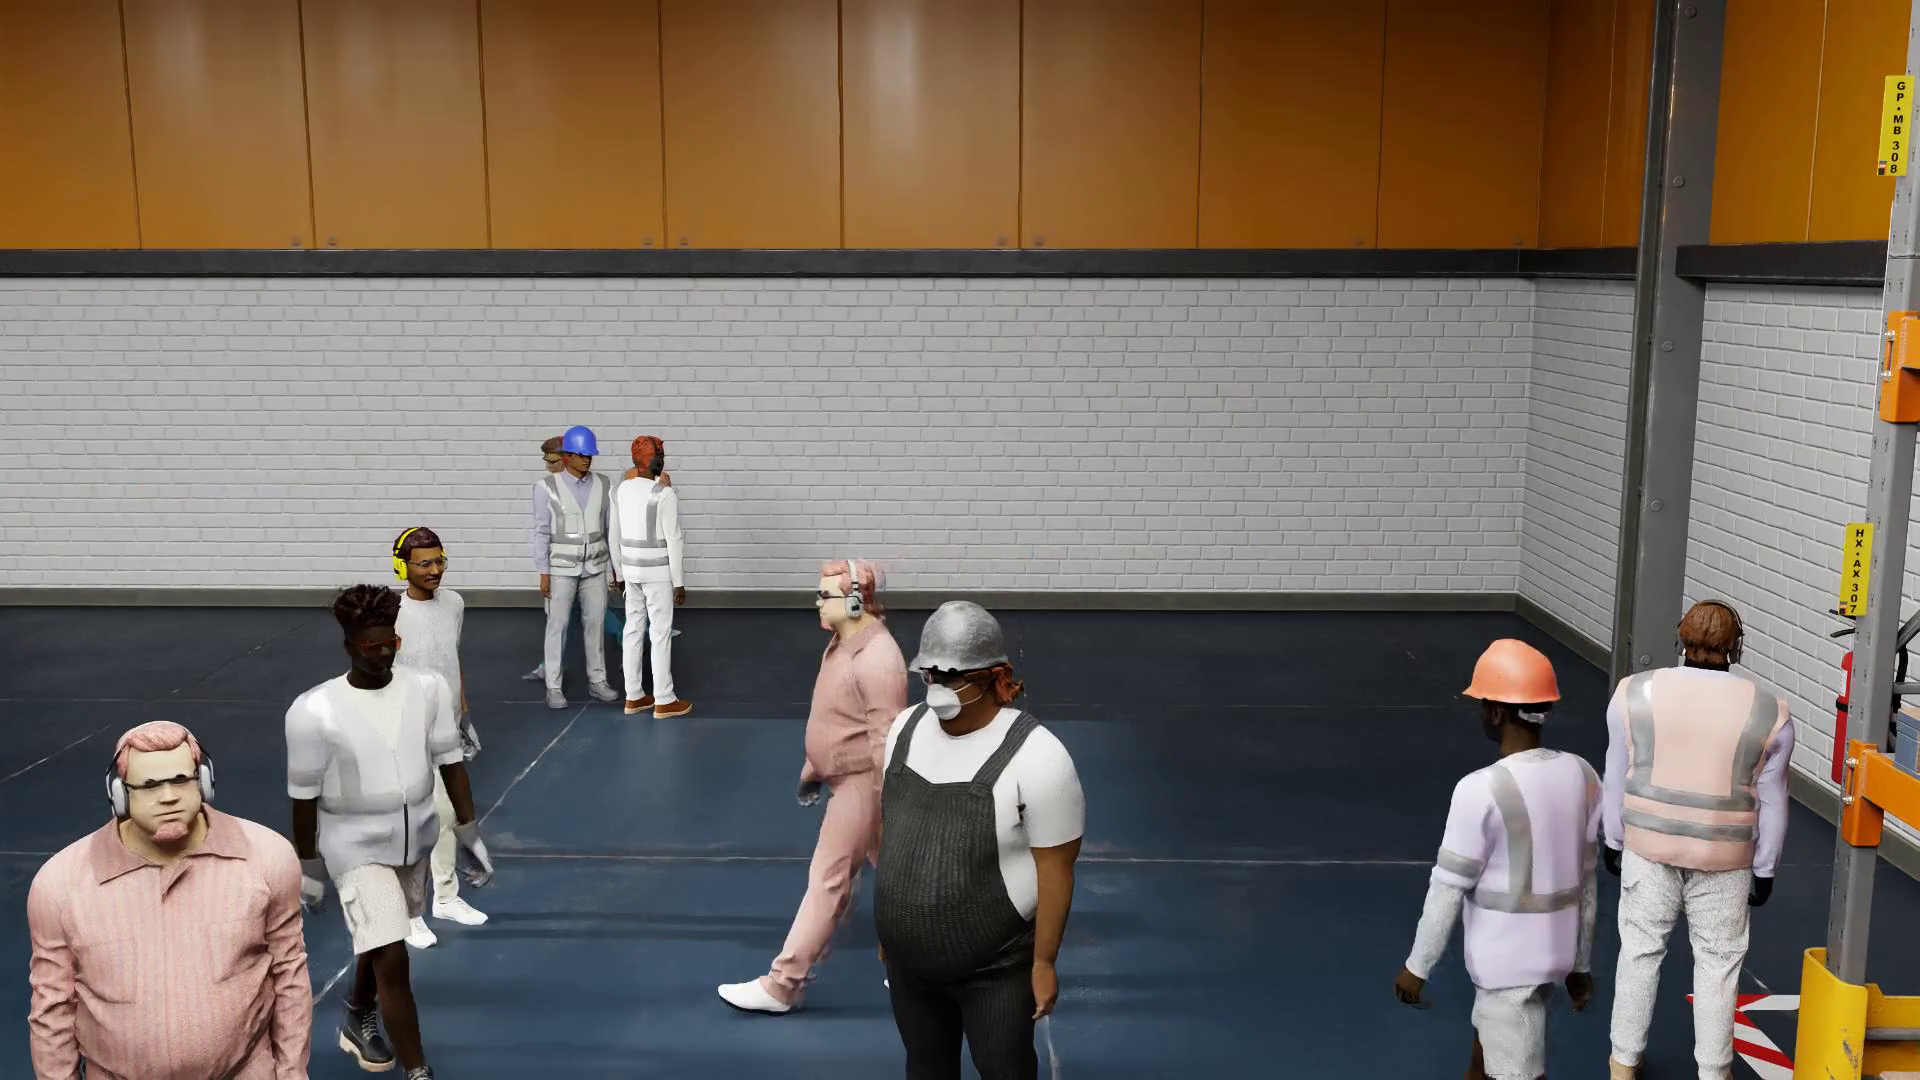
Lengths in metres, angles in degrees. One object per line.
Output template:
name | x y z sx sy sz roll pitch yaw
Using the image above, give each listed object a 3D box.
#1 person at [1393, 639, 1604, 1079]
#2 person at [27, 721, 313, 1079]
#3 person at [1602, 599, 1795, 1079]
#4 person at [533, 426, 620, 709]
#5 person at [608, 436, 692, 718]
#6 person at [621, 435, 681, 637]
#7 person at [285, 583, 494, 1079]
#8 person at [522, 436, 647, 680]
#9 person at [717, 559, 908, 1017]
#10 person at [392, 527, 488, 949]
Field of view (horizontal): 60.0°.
person | 1.618 1.235 5.103 0.566 1.885 0.968 -6 11 -33
person | -1.949 1.384 4.170 0.643 1.913 0.408 -5 11 -28
person | 2.639 1.118 6.012 0.620 1.836 0.429 5 11 27
person | -2.589 0.182 11.317 0.622 1.937 0.430 -6 11 -34
person | -2.068 0.245 11.075 0.585 1.882 0.340 6 11 31
person | -2.505 -0.019 13.388 0.518 1.640 0.307 5 11 28
person | -2.046 1.086 5.952 1.002 1.912 0.623 8 13 41
person | -2.741 0.125 12.083 0.860 1.799 0.597 -3 10 -18
person | -0.463 0.988 6.723 1.021 1.847 0.657 -2 10 -12
person | -2.368 0.860 7.431 0.315 1.870 0.532 6 11 31
